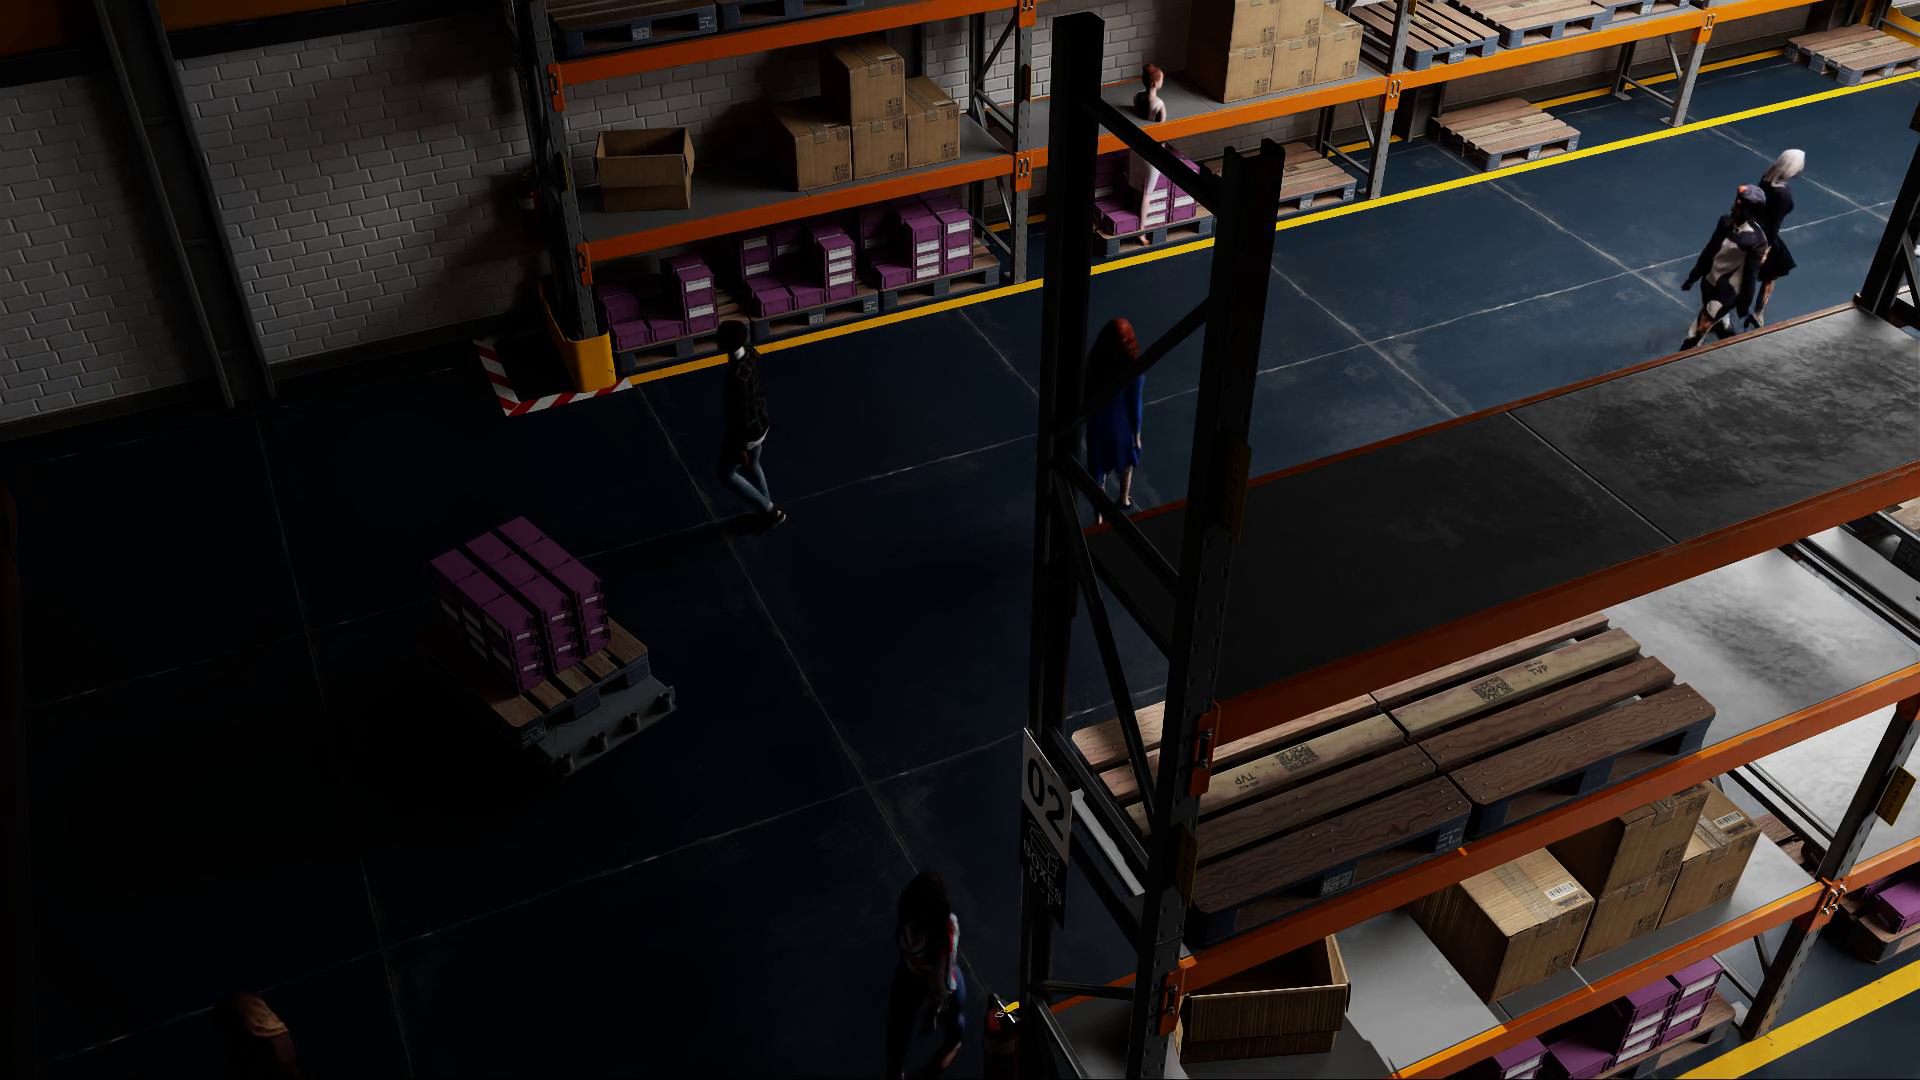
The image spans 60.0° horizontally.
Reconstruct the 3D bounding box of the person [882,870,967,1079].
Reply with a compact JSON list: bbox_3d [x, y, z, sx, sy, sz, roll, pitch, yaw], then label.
[{"bbox_3d":[-0.087,2.184,8.438,0.804,1.591,0.931,26,46,29],"label":"person"}]

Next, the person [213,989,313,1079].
[{"bbox_3d":[-3.138,2.629,7.791,0.667,1.702,0.634,29,47,31],"label":"person"}]

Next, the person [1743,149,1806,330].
[{"bbox_3d":[6.746,-2.529,14.230,0.853,1.728,0.710,-7,39,-9],"label":"person"}]

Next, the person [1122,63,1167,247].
[{"bbox_3d":[1.712,-3.580,15.494,0.556,1.791,0.596,-24,44,-27],"label":"person"}]

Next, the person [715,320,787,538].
[{"bbox_3d":[-1.447,-0.780,11.977,0.897,1.806,0.842,8,39,10],"label":"person"}]

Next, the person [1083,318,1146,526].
[{"bbox_3d":[1.049,-0.717,11.897,0.914,1.807,0.979,14,41,17],"label":"person"}]

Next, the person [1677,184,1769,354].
[{"bbox_3d":[6.248,-2.004,13.474,1.303,1.849,0.950,-4,39,-6],"label":"person"}]
